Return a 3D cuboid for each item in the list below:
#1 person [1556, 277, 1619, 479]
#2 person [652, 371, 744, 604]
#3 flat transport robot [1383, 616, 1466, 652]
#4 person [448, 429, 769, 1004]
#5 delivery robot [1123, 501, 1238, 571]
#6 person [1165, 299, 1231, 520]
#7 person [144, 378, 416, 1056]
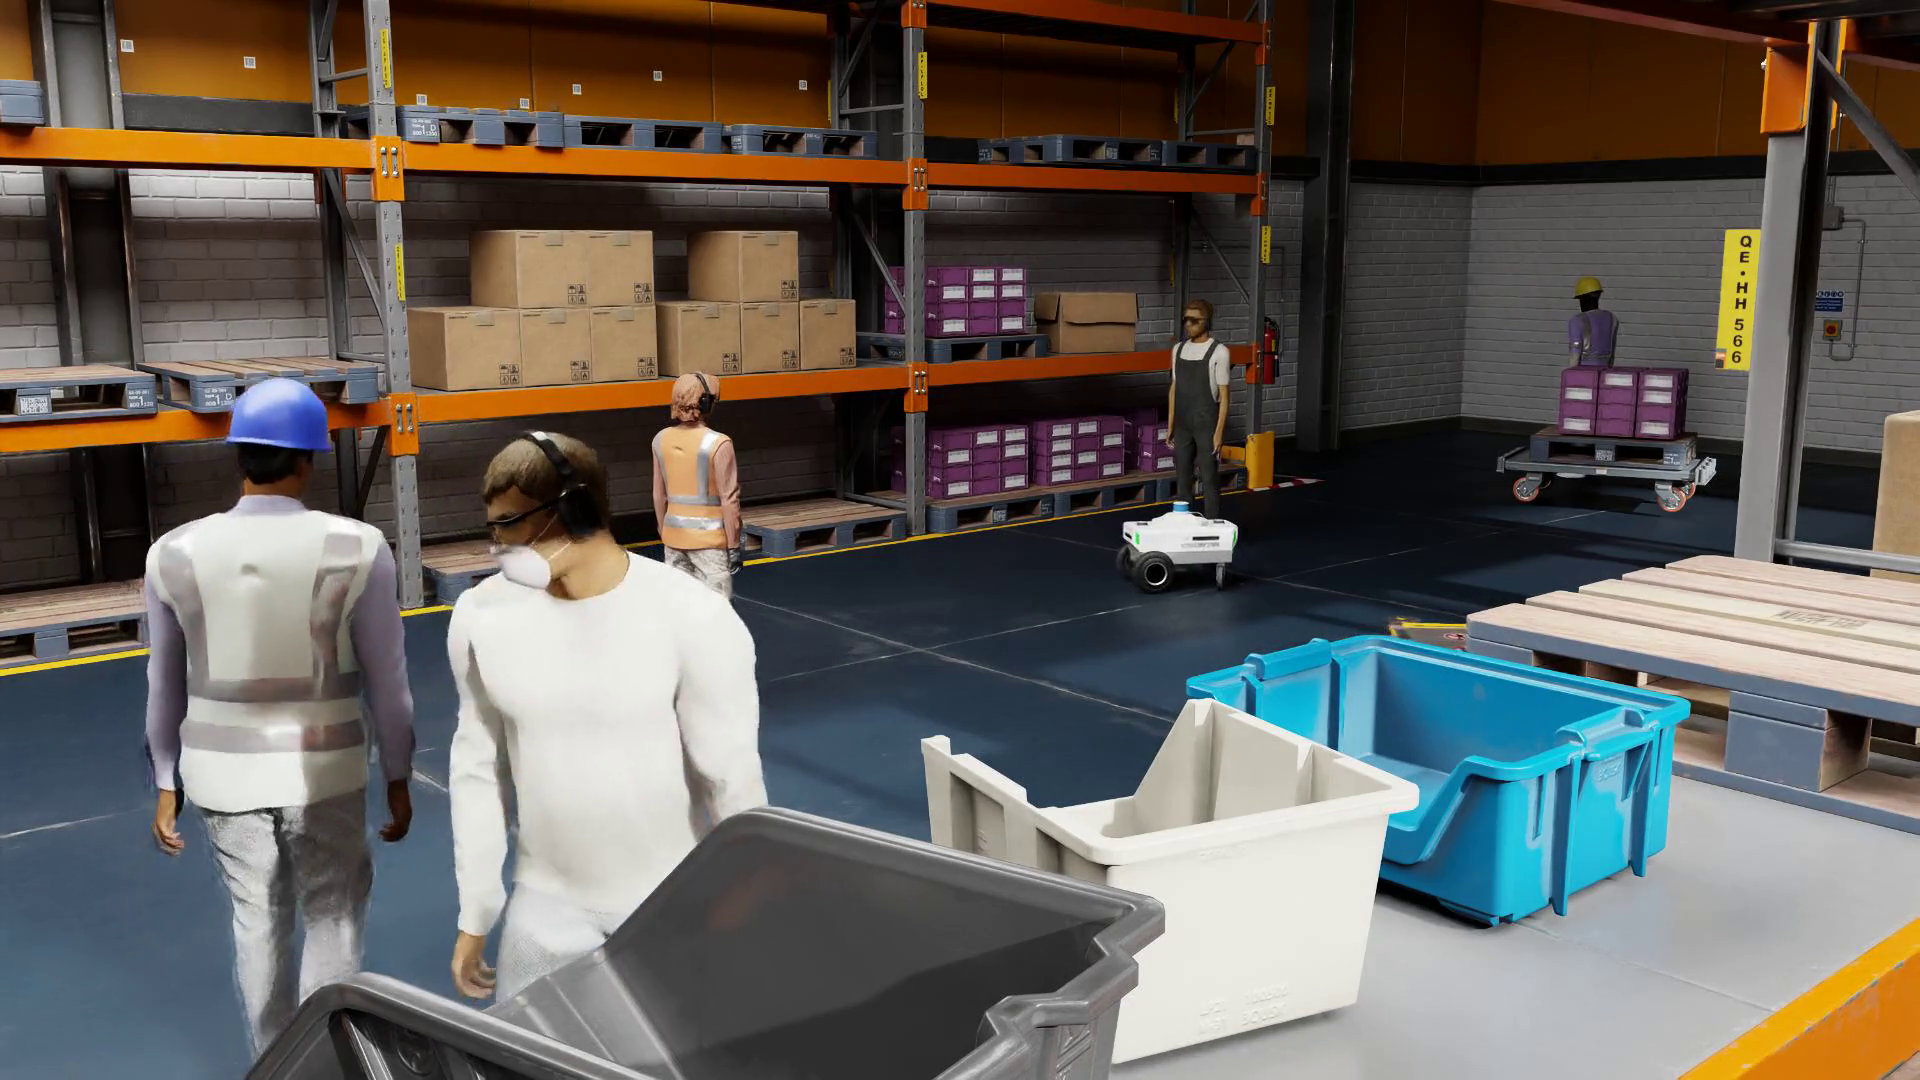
[{"bbox_3d":[5.961,-1.534,15.820,0.585,1.920,0.374,-5,11,-28],"label":"person"},{"bbox_3d":[-1.229,0.032,7.836,0.511,1.641,0.308,7,12,33],"label":"person"},{"bbox_3d":[2.547,0.628,8.328,0.652,0.197,1.431,1,10,6],"label":"flat transport robot"},{"bbox_3d":[-0.680,0.722,3.265,0.650,1.903,0.499,2,10,14],"label":"person"},{"bbox_3d":[1.435,-0.008,10.831,0.707,0.478,0.477,-2,10,-9],"label":"delivery robot"},{"bbox_3d":[1.697,-0.802,11.955,0.525,1.843,0.345,9,14,42],"label":"person"},{"bbox_3d":[-1.664,0.573,4.044,0.648,1.915,0.753,-1,10,-6],"label":"person"}]
